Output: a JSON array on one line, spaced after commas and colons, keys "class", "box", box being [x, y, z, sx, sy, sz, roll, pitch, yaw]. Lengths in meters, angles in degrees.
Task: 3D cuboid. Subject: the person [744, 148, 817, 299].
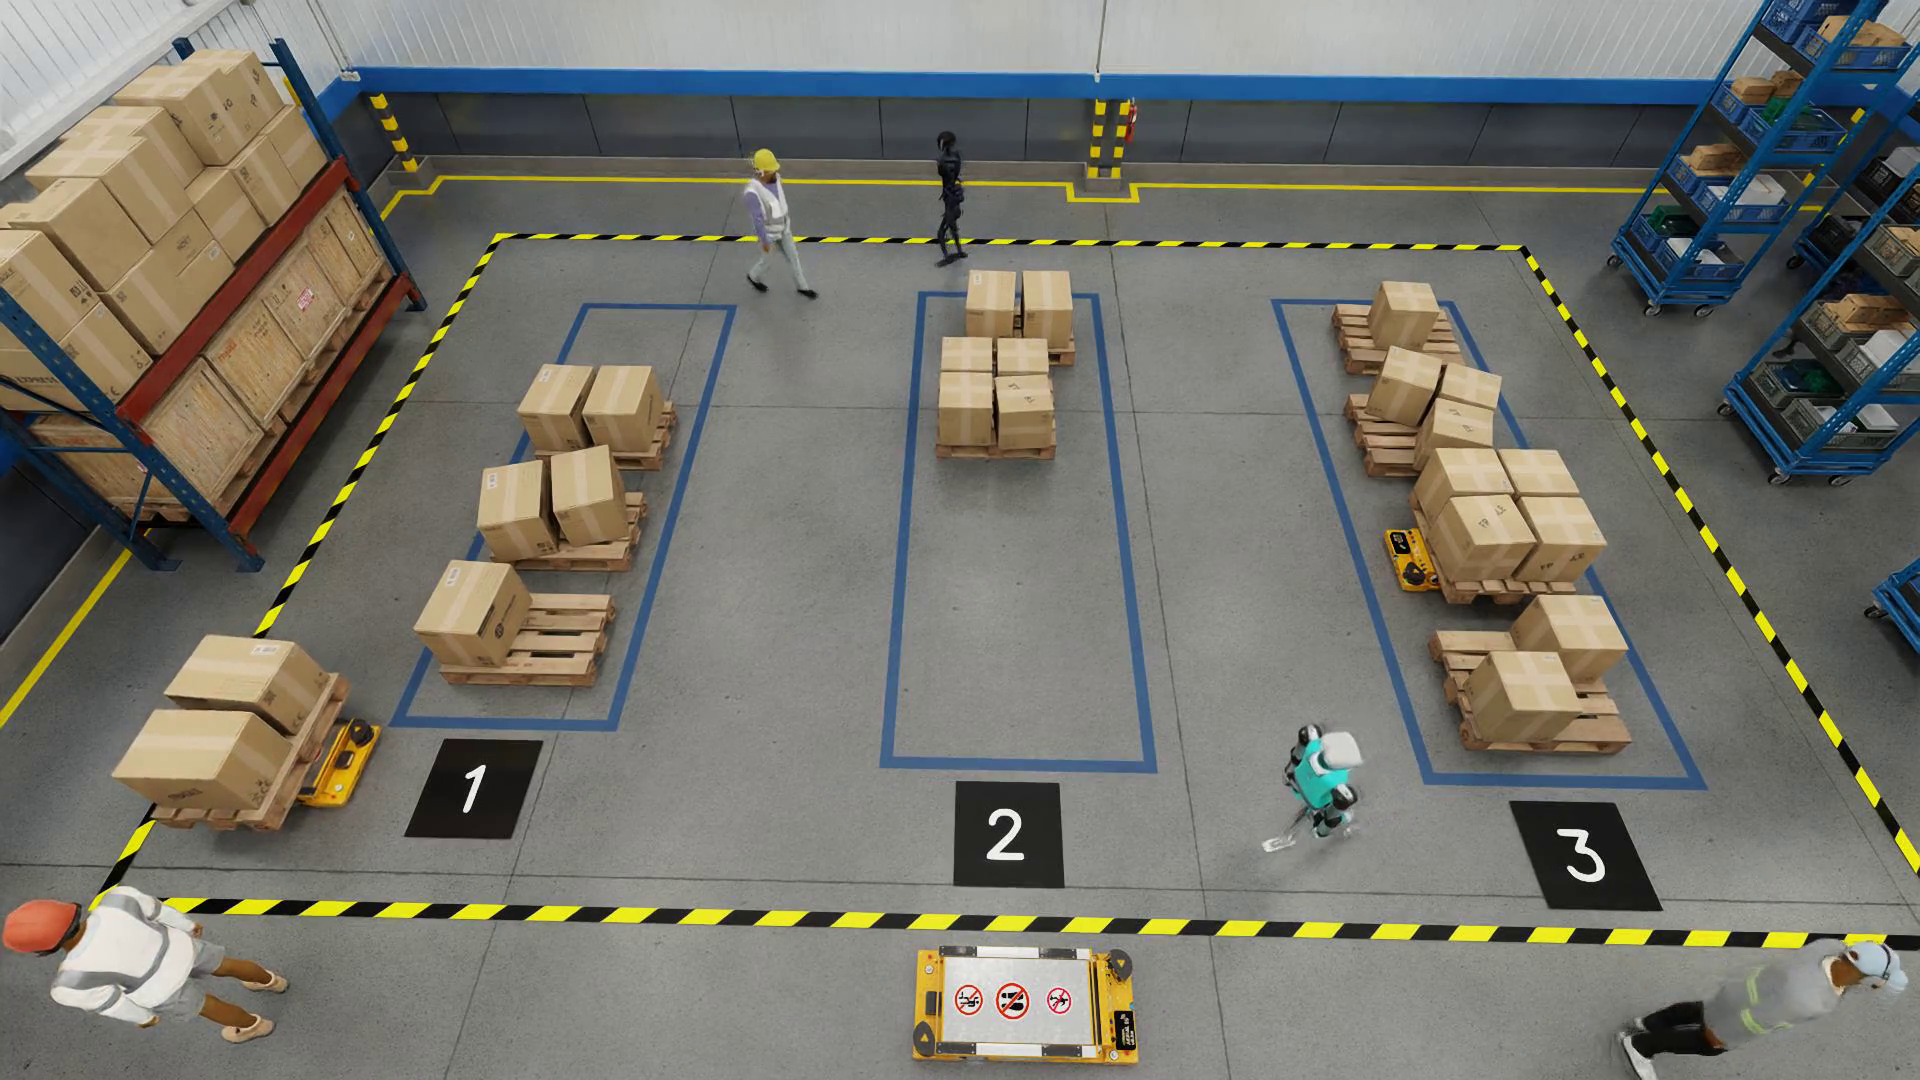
[{"class": "person", "box": [-2.140, -3.549, 10.389, 0.750, 1.812, 0.595, 25, 55, 19]}]

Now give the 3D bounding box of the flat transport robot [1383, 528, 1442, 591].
[{"class": "flat transport robot", "box": [4.689, 0.155, 8.342, 1.431, 0.197, 0.652, 1, 51, 1]}]

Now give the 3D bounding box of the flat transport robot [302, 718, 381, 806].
[{"class": "flat transport robot", "box": [-5.355, 1.697, 7.085, 1.431, 0.197, 0.652, 1, 51, 1]}]

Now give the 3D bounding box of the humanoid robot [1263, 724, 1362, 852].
[{"class": "humanoid robot", "box": [2.558, 1.707, 6.188, 0.904, 1.828, 0.551, -13, 52, -10]}]

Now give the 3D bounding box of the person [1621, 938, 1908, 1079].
[{"class": "person", "box": [4.598, 2.698, 5.290, 0.643, 1.821, 0.396, -30, 57, -22]}]

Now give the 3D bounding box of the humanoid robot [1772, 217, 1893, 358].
[{"class": "humanoid robot", "box": [9.358, -2.663, 9.753, 0.485, 1.644, 0.613, 22, 54, 17]}]

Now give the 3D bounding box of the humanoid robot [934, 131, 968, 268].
[{"class": "humanoid robot", "box": [-0.124, -4.046, 10.877, 0.455, 1.641, 0.611, -7, 51, -6]}]

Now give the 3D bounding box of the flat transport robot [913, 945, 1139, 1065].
[{"class": "flat transport robot", "box": [0.422, 3.041, 6.007, 1.431, 0.231, 0.659, 1, 51, 1]}]

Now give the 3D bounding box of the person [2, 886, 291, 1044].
[{"class": "person", "box": [-4.647, 2.490, 5.310, 0.366, 2.048, 0.606, -2, 51, -1]}]
